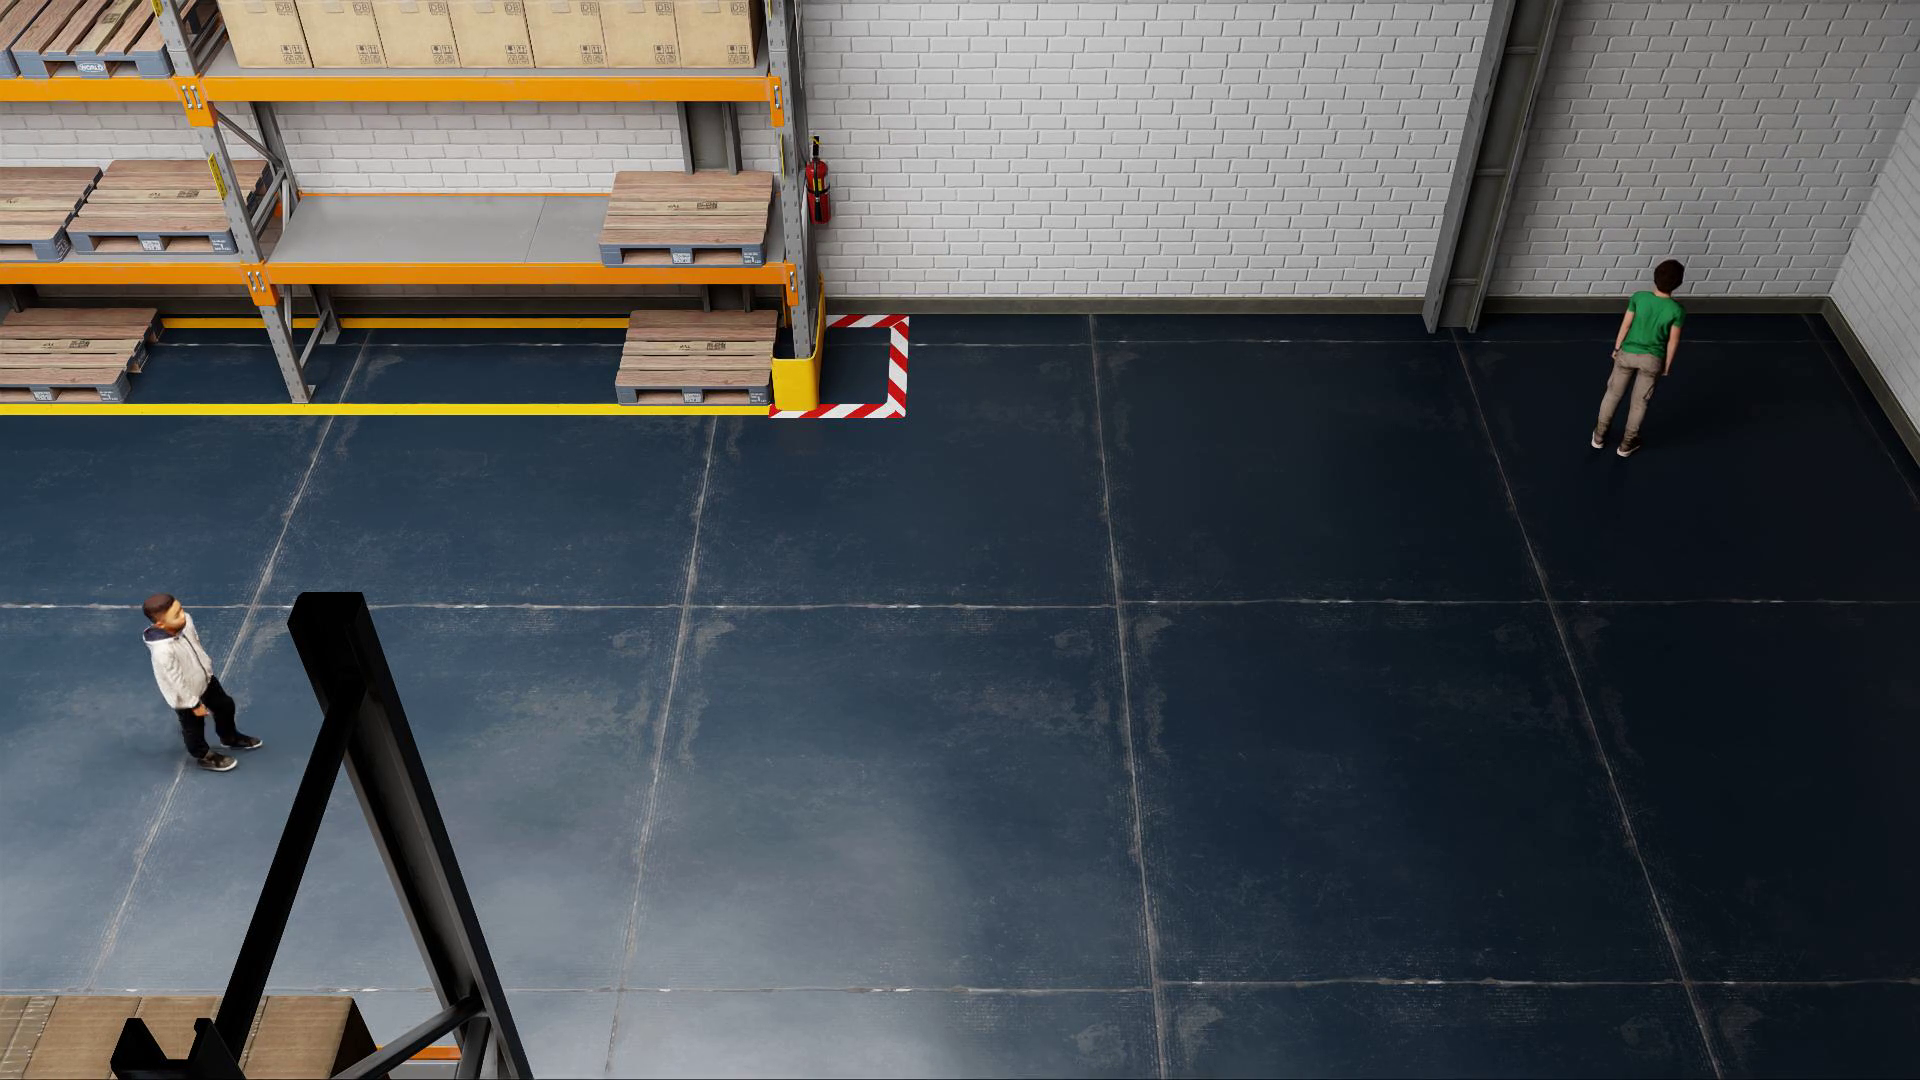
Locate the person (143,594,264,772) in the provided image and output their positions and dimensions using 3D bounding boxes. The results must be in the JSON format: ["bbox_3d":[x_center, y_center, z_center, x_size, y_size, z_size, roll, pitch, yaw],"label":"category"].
[{"bbox_3d":[-4.718,0.875,10.036,0.591,1.441,0.603,3,44,3],"label":"person"}]

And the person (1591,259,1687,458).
[{"bbox_3d":[5.000,-1.333,12.201,0.624,1.650,0.720,24,49,23],"label":"person"}]
